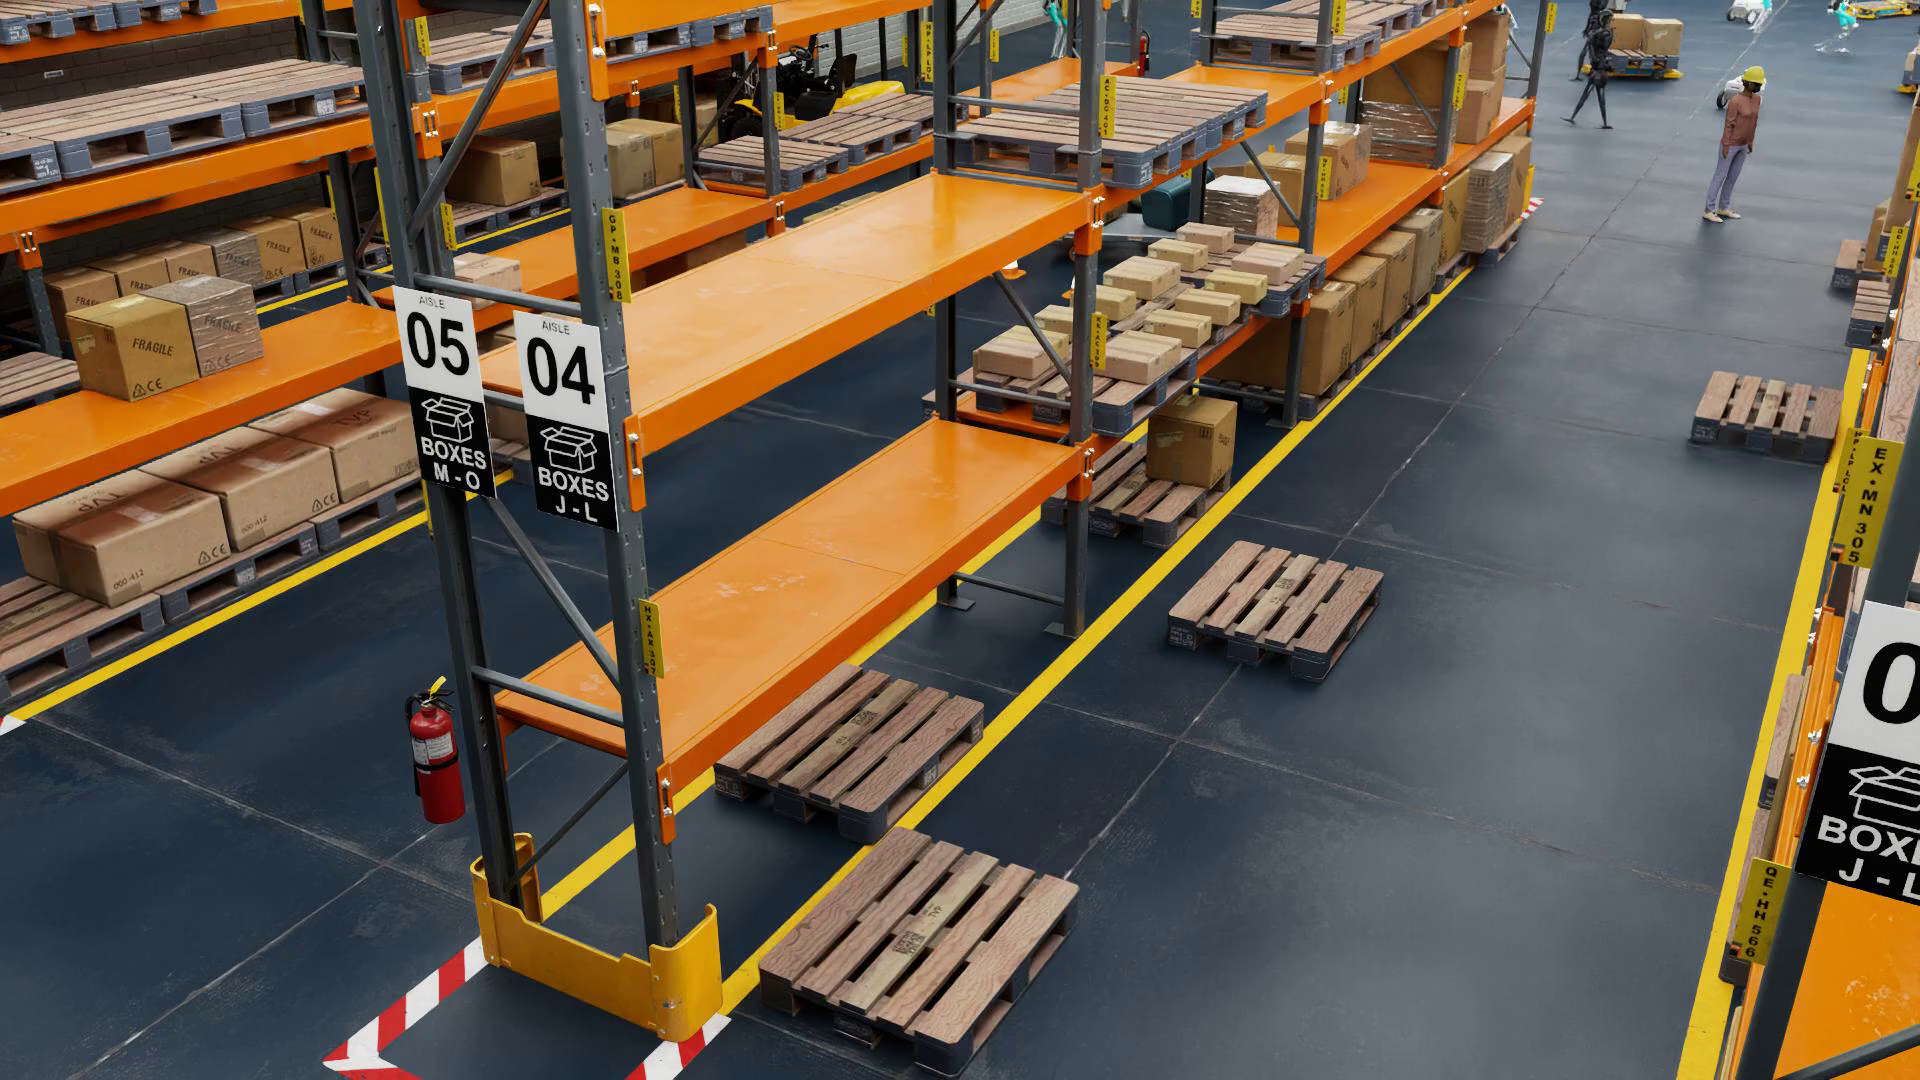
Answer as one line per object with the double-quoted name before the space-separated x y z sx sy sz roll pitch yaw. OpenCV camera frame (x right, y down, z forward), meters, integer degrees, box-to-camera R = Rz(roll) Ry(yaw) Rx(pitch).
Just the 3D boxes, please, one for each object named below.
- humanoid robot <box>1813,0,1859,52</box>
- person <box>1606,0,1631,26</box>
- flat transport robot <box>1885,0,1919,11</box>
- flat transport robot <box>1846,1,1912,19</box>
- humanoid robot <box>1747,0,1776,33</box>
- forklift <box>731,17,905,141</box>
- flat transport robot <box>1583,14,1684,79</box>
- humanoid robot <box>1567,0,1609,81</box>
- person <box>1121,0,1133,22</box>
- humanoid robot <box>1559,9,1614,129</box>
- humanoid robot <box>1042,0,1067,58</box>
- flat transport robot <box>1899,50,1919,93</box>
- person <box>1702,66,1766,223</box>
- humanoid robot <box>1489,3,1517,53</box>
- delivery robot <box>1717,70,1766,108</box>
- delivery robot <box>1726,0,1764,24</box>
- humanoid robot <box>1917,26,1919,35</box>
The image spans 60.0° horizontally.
"humanoid robot" 15.471 -9.319 29.021 0.543 1.751 0.987 -16 30 -29
"person" 11.926 -9.936 30.041 0.375 1.958 0.603 -4 26 -9
"flat transport robot" 19.673 -11.018 34.237 1.431 0.231 0.659 -6 26 -13
"flat transport robot" 18.460 -10.695 33.565 1.431 0.231 0.659 -13 28 -24
"humanoid robot" 15.306 -10.509 31.536 0.665 1.846 0.540 -1 26 -2
"forklift" -1.819 -5.975 21.543 2.313 2.155 1.214 14 29 26
"flat transport robot" 11.165 -7.822 27.596 1.431 0.231 0.659 2 26 3
"humanoid robot" 10.273 -8.296 26.976 0.579 1.642 0.602 4 26 8
"person" 3.381 -11.113 32.543 0.703 1.907 0.475 2 26 3
"humanoid robot" 9.022 -6.684 23.643 0.731 1.631 0.597 3 26 7
"humanoid robot" 1.734 -9.288 28.958 0.546 1.805 0.664 21 33 36
"flat transport robot" 15.388 -6.947 25.777 0.659 0.231 1.431 -11 28 -22
"person" 8.907 -4.524 19.030 0.520 1.758 0.348 -15 30 -29
"humanoid robot" 9.081 -8.771 27.871 0.541 1.749 0.837 -18 31 -32
"delivery robot" 11.835 -6.784 25.105 0.774 0.592 0.499 -22 33 -38
"delivery robot" 15.600 -10.526 32.868 0.768 0.581 0.499 -16 30 -29
"humanoid robot" 16.119 -8.581 27.571 0.611 1.642 0.433 -19 31 -34
